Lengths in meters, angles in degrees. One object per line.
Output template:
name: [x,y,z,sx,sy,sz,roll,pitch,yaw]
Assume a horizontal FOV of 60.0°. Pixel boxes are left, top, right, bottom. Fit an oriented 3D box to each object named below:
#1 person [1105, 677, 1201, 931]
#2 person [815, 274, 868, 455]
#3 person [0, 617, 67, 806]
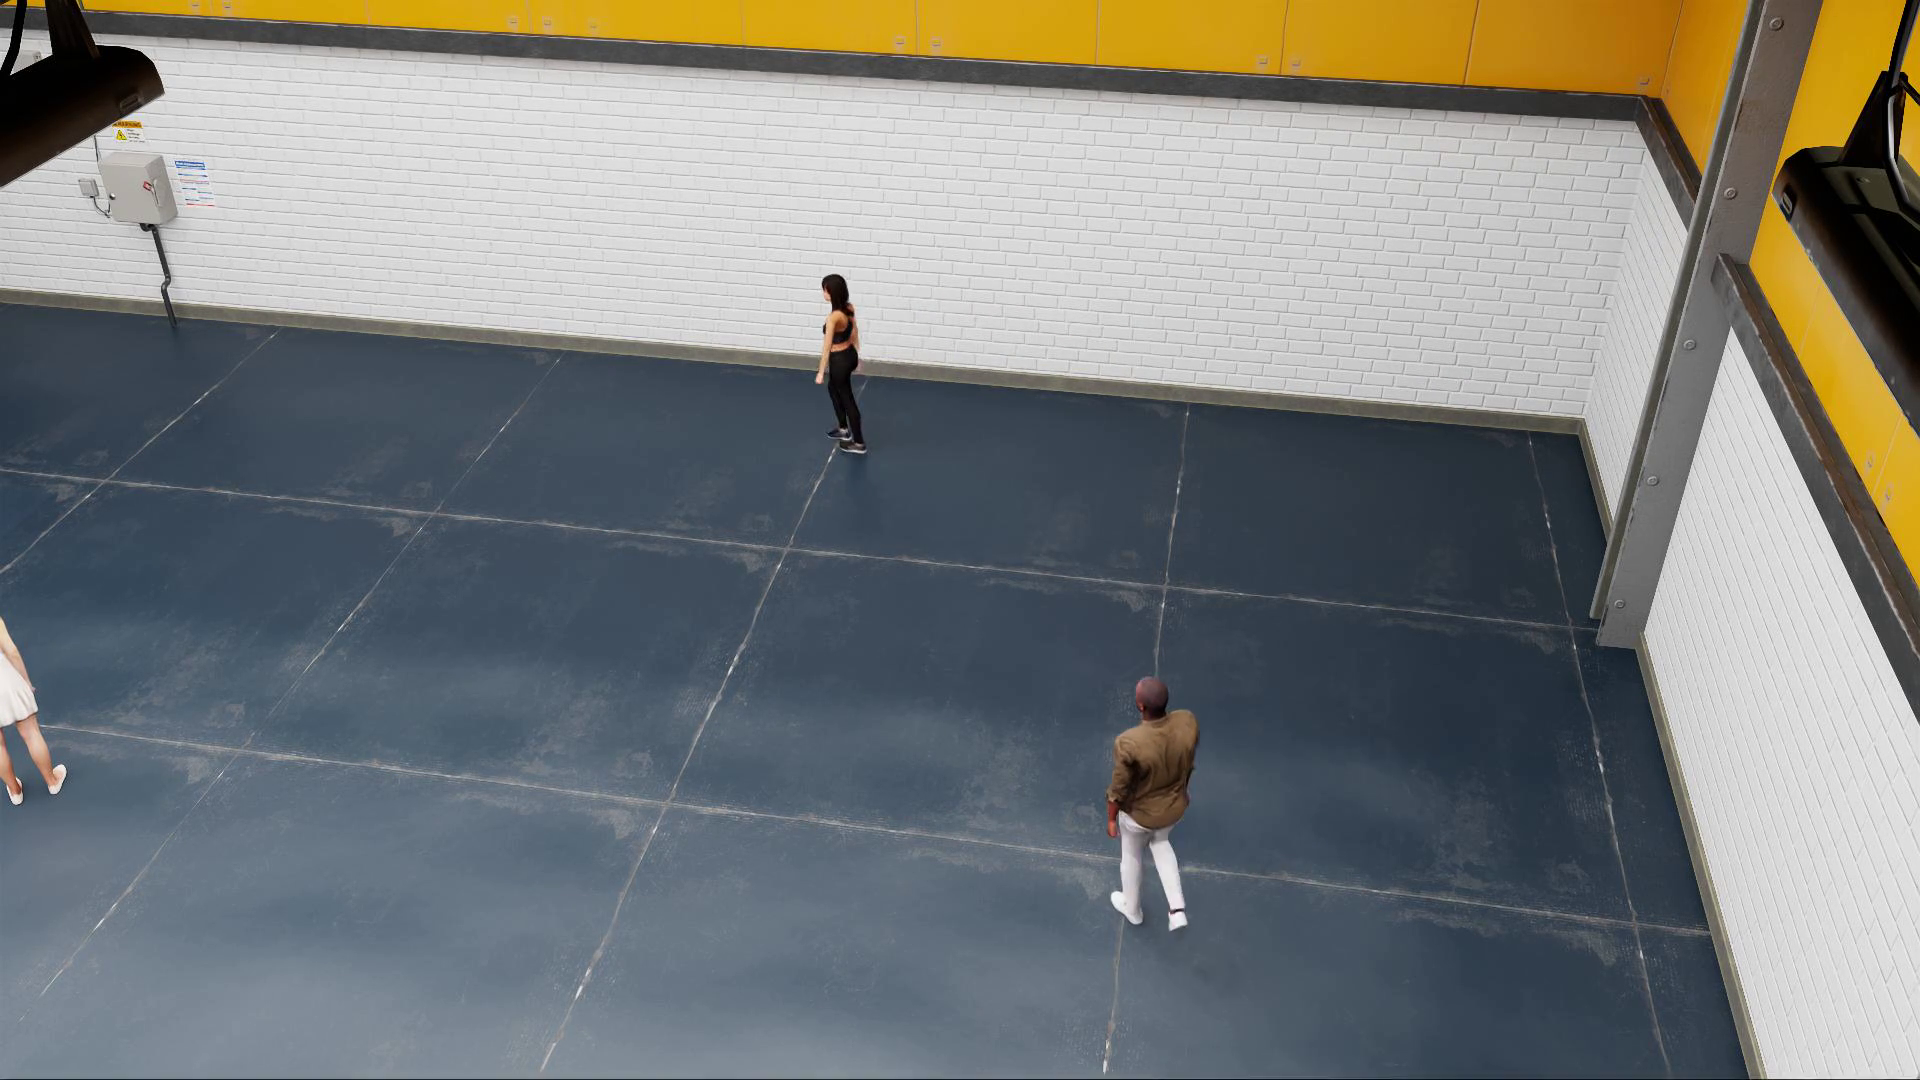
person: [1.119,1.548,9.358,0.953,1.807,1.019,-15,36,-21]
person: [-0.915,-1.458,14.042,0.666,1.628,0.635,11,35,16]
person: [-6.044,0.921,10.389,0.647,1.711,0.681,-15,36,-21]
